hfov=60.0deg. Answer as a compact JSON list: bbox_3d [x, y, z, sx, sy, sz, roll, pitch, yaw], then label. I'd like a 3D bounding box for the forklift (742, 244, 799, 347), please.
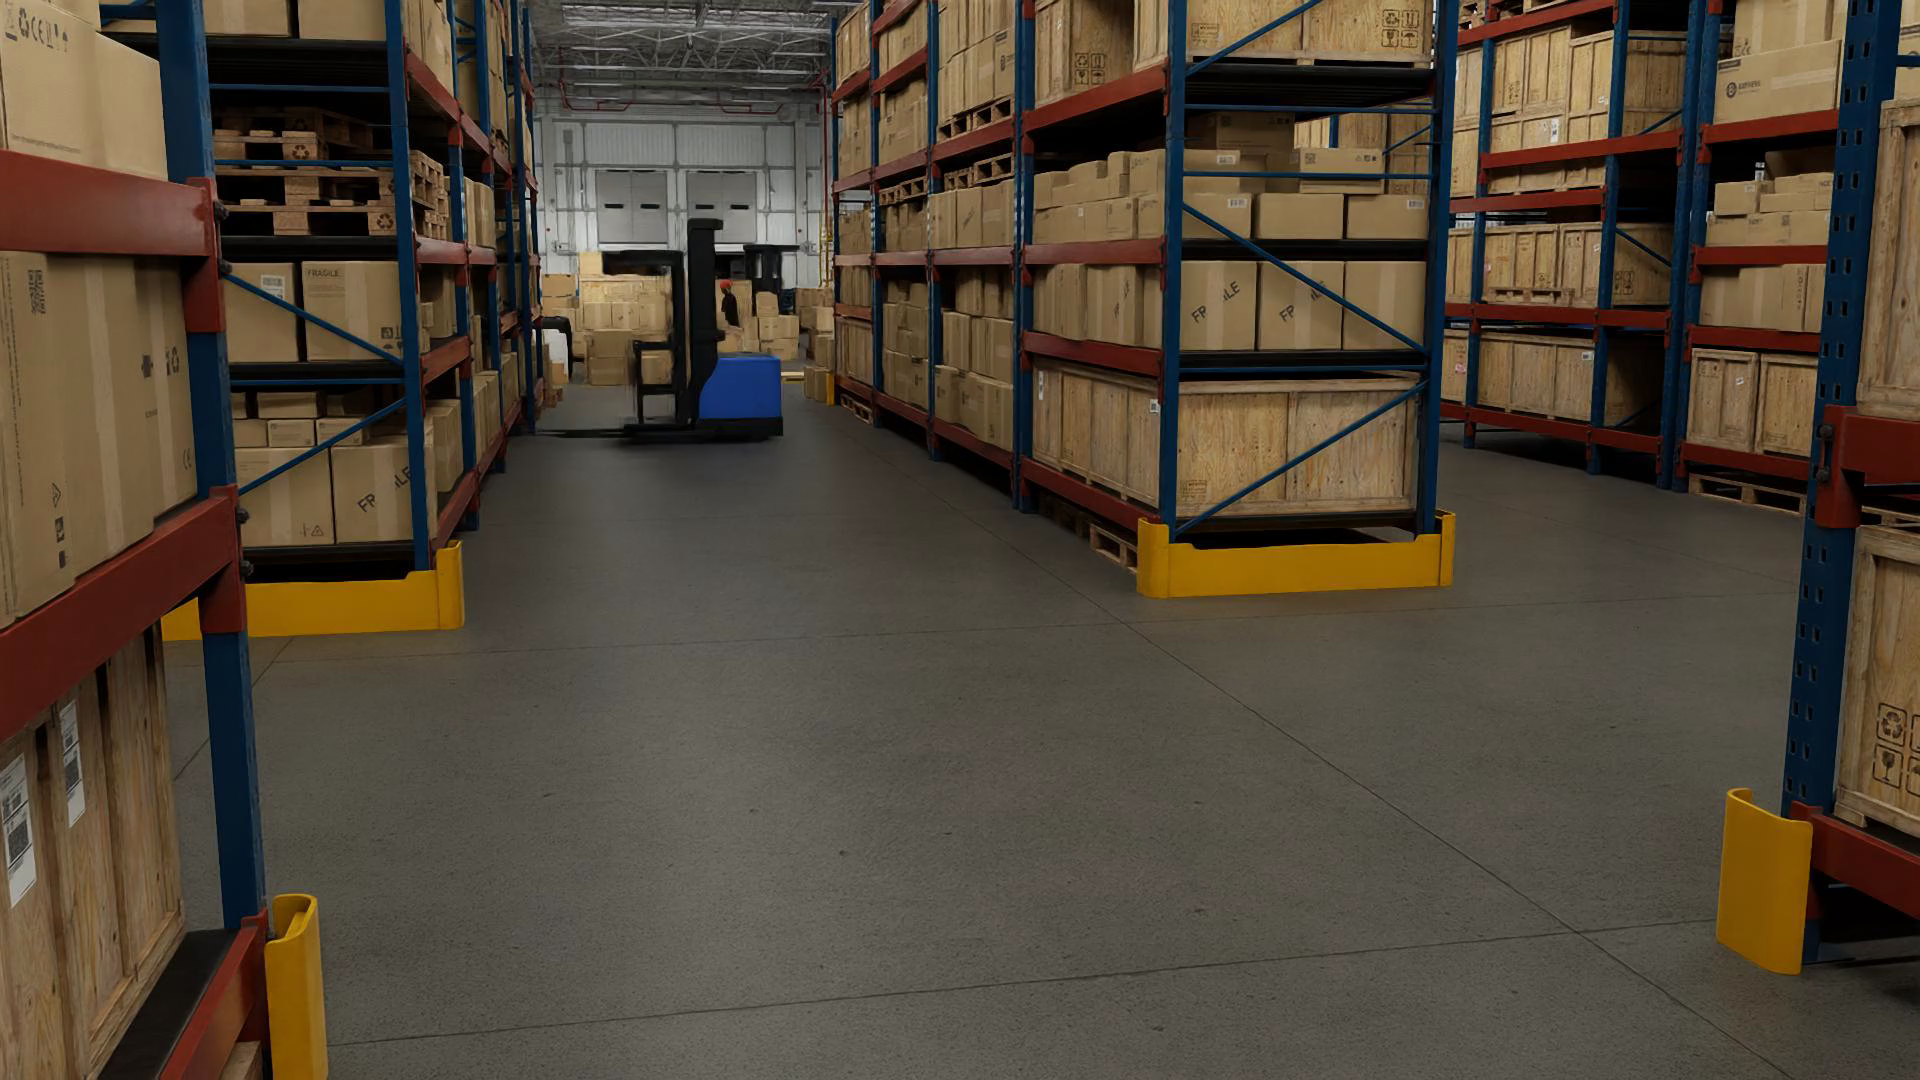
[{"bbox_3d":[-5.434,-6.559,44.801,1.873,2.768,1.129,-9,13,-44],"label":"forklift"}]

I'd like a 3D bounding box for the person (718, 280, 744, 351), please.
[{"bbox_3d":[-5.187,-4.834,37.140,1.026,1.938,0.643,-4,10,-24],"label":"person"}]

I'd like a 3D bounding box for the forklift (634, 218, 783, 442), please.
[{"bbox_3d":[-3.266,-2.699,21.277,1.873,2.768,1.129,-2,10,-12],"label":"forklift"}]

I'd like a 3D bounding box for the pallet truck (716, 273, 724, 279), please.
[{"bbox_3d":[-8.580,-8.986,62.280,1.885,1.965,0.823,1,9,5],"label":"pallet truck"}]
